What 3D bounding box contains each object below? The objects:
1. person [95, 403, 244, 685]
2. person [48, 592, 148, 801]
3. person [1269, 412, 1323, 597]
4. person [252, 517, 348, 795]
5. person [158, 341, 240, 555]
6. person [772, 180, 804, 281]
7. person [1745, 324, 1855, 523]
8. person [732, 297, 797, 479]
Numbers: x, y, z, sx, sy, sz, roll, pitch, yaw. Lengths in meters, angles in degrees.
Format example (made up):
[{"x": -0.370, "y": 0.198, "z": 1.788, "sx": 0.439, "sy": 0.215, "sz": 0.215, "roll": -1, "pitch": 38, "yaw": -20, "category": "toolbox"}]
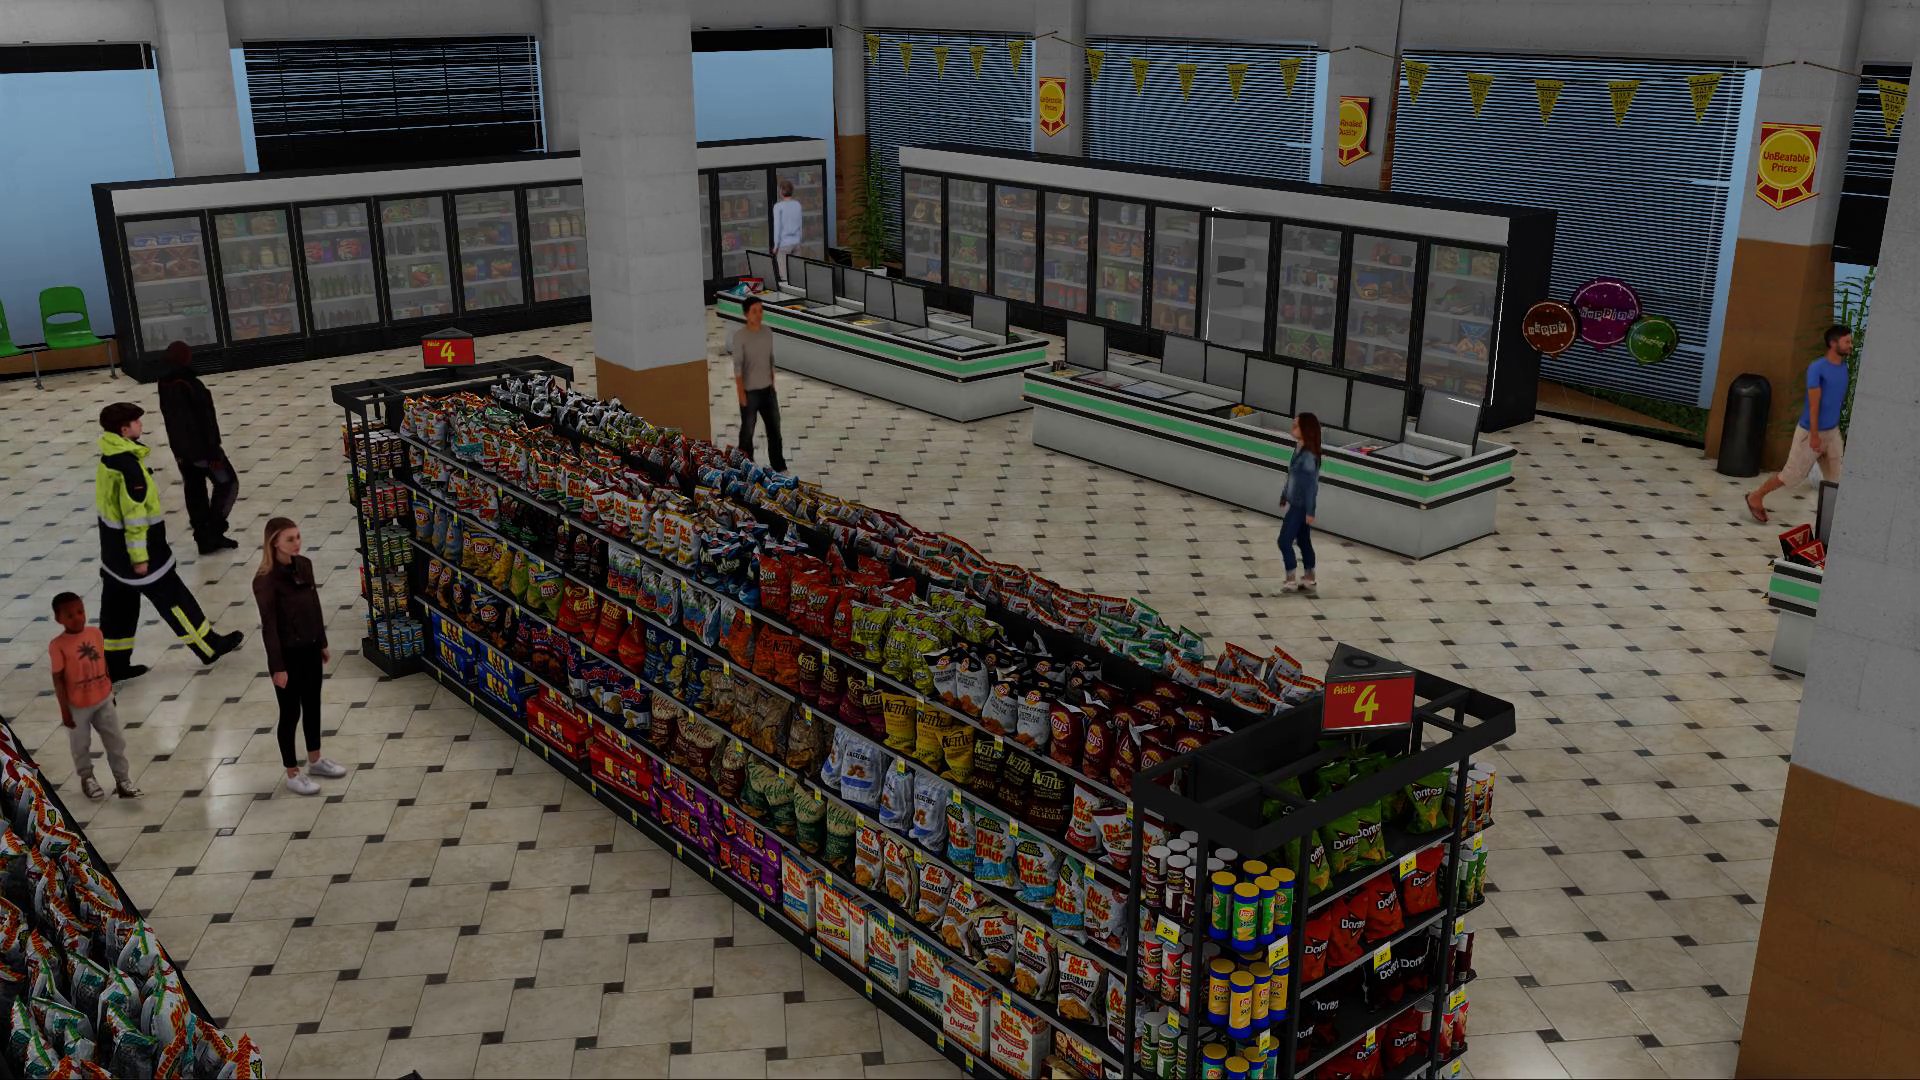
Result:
[{"x": -5.682, "y": 0.072, "z": 11.245, "sx": 0.877, "sy": 1.930, "sz": 1.124, "roll": -16, "pitch": 25, "yaw": -40, "category": "person"}, {"x": -5.156, "y": 0.912, "z": 9.750, "sx": 0.793, "sy": 1.293, "sz": 0.568, "roll": 15, "pitch": 24, "yaw": 38, "category": "person"}, {"x": 2.739, "y": -0.273, "z": 12.996, "sx": 0.761, "sy": 1.466, "sz": 0.700, "roll": 1, "pitch": 19, "yaw": 4, "category": "person"}, {"x": -3.945, "y": 0.664, "z": 9.845, "sx": 0.678, "sy": 1.702, "sz": 0.669, "roll": 6, "pitch": 19, "yaw": 17, "category": "person"}, {"x": -6.420, "y": -0.740, "z": 13.828, "sx": 0.765, "sy": 1.818, "sz": 0.886, "roll": 7, "pitch": 20, "yaw": 21, "category": "person"}, {"x": -2.490, "y": -4.282, "z": 24.219, "sx": 0.662, "sy": 1.892, "sz": 0.543, "roll": -16, "pitch": 24, "yaw": -39, "category": "person"}, {"x": 7.358, "y": -0.955, "z": 14.435, "sx": 0.845, "sy": 1.838, "sz": 1.263, "roll": -8, "pitch": 20, "yaw": -24, "category": "person"}, {"x": -2.024, "y": -1.454, "z": 15.990, "sx": 0.709, "sy": 1.790, "sz": 0.920, "roll": -16, "pitch": 25, "yaw": -40, "category": "person"}]
